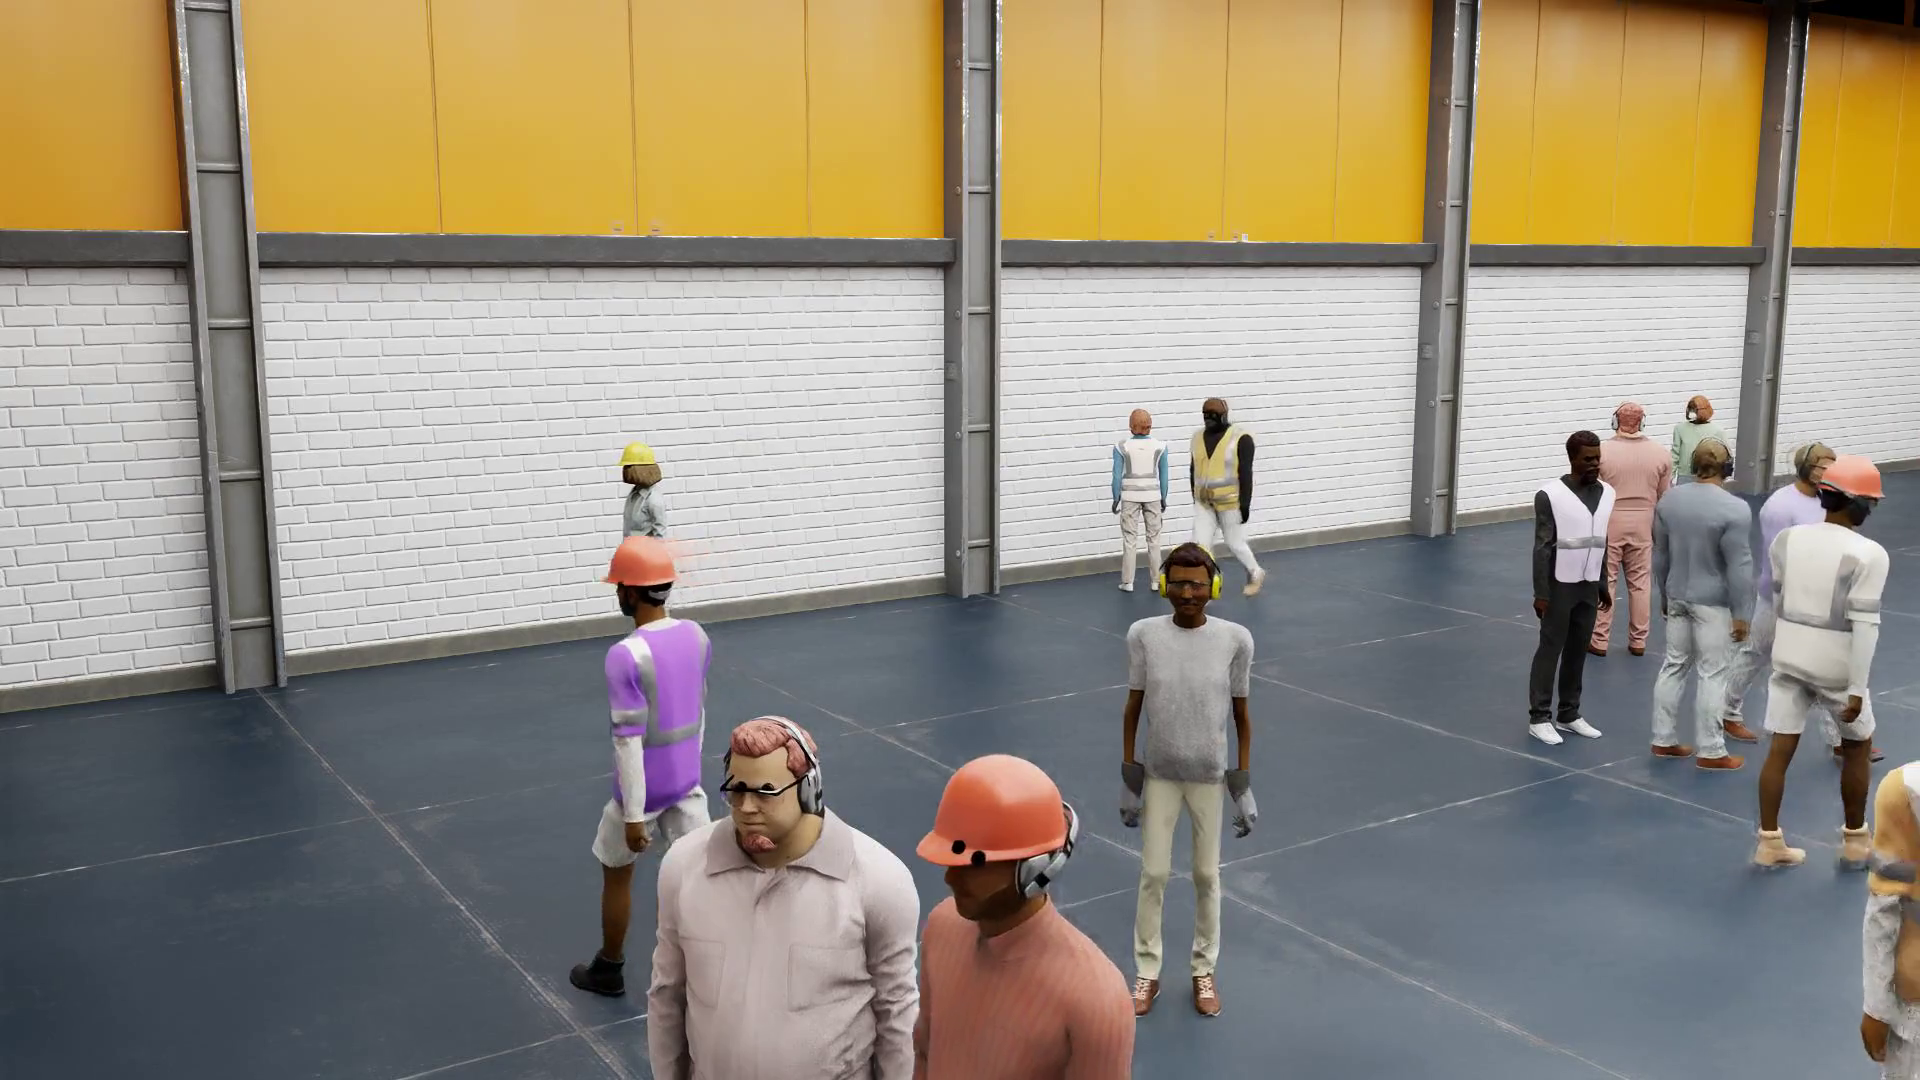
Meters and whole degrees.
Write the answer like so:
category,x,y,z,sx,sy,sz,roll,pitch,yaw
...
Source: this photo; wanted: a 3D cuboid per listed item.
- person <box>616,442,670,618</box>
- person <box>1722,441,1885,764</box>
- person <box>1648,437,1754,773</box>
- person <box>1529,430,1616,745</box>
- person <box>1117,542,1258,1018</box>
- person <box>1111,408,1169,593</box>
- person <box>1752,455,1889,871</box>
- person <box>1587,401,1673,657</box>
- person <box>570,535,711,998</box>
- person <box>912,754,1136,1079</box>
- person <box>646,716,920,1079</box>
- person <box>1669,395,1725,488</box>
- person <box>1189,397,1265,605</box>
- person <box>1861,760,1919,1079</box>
category,x,y,z,sx,sy,sz,roll,pitch,yaw
person,-2.112,0.214,11.111,0.317,1.743,0.488,-6,11,-32
person,4.968,0.358,9.852,0.637,1.887,1.039,-4,10,-25
person,4.288,0.379,9.609,0.464,1.938,0.641,-4,10,-23
person,3.739,0.279,10.196,0.596,1.917,0.374,-5,10,-26
person,0.883,0.935,6.424,0.563,1.865,0.433,2,10,9
person,1.600,-0.344,14.780,0.513,1.642,0.313,-1,9,-3
person,4.193,0.597,8.001,0.837,2.008,0.621,-5,11,-29
person,4.921,-0.078,12.383,0.655,1.906,0.407,0,9,0
person,-1.126,0.920,6.412,0.988,1.900,0.553,6,11,33
person,0.134,1.376,3.455,0.918,1.965,0.637,-7,11,-34
person,-0.423,1.335,3.872,0.652,1.906,0.402,2,10,11
person,7.259,-0.615,16.435,0.508,1.632,0.271,8,13,42
person,2.274,-0.335,14.234,0.635,1.815,0.792,8,12,38
person,2.772,1.236,4.488,0.614,1.929,0.364,2,10,14
